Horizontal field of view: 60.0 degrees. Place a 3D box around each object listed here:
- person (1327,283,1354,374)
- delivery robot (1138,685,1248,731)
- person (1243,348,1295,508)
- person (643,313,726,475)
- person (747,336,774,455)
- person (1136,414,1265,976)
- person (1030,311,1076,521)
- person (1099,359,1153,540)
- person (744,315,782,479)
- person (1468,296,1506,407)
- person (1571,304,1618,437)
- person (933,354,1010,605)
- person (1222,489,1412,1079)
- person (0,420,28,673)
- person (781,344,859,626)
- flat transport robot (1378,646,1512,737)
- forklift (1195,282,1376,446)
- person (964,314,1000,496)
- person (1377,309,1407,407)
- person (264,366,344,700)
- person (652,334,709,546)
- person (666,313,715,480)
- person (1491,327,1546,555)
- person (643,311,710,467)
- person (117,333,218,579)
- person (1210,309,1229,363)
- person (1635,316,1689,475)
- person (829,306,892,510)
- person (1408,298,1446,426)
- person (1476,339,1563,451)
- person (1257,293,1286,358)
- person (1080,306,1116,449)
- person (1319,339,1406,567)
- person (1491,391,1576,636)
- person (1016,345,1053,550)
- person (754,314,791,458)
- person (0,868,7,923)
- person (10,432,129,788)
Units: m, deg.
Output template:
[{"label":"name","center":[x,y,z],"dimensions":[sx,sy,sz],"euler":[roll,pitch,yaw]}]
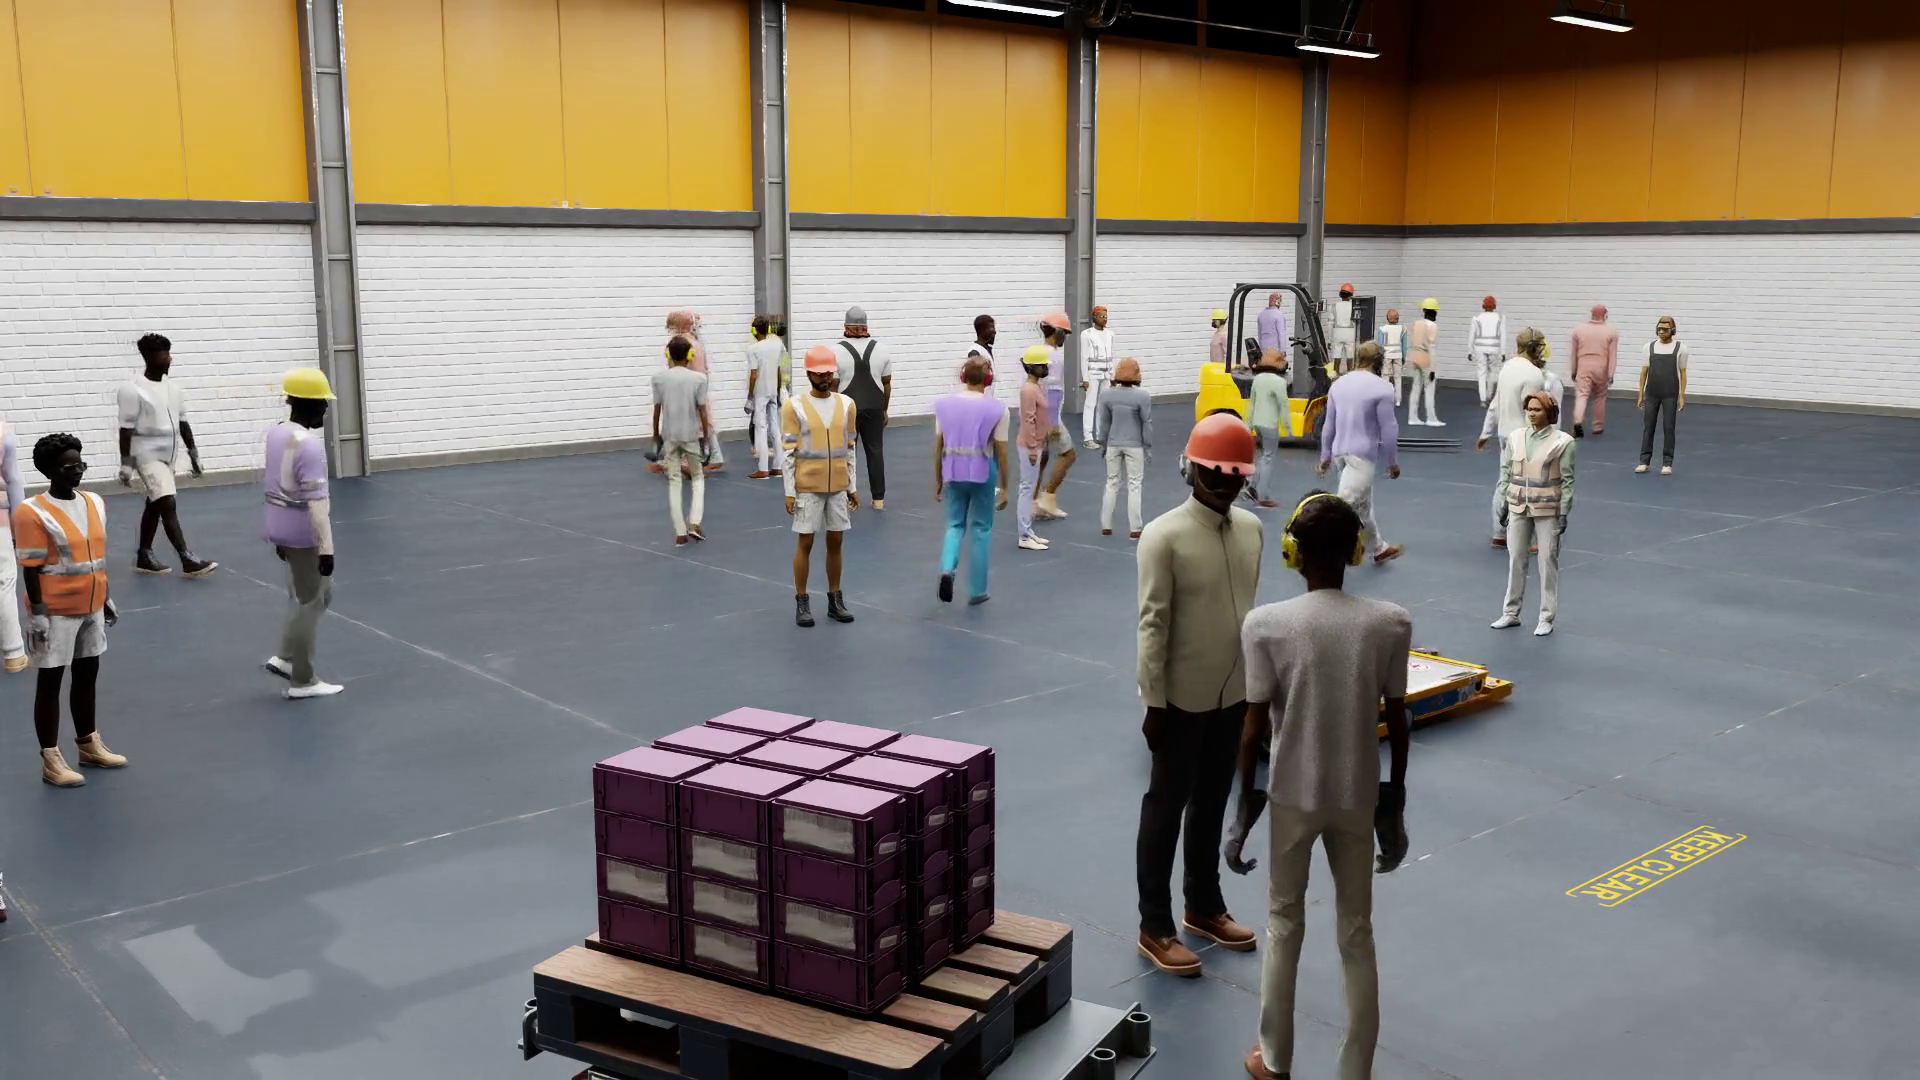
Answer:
[{"label":"person","center":[7.037,-3.673,30.439],"dimensions":[0.615,2.040,0.391],"euler":[4,10,20]},{"label":"delivery robot","center":[1.272,0.781,8.439],"dimensions":[0.707,0.478,0.477],"euler":[-3,10,-17]},{"label":"person","center":[3.121,-1.125,16.759],"dimensions":[0.357,1.619,0.518],"euler":[-4,10,-21]},{"label":"person","center":[-3.190,-1.682,19.259],"dimensions":[0.991,1.876,0.630],"euler":[-3,10,-19]},{"label":"person","center":[-2.552,-1.930,21.257],"dimensions":[0.321,1.693,0.530],"euler":[1,10,9]},{"label":"person","center":[0.881,0.537,5.947],"dimensions":[0.612,1.987,0.399],"euler":[-8,13,-40]},{"label":"person","center":[0.867,-1.164,15.825],"dimensions":[0.539,2.013,0.649],"euler":[-3,10,-16]},{"label":"person","center":[1.480,-0.811,14.964],"dimensions":[0.541,1.618,0.333],"euler":[6,11,32]},{"label":"person","center":[-2.242,-1.624,18.966],"dimensions":[0.326,1.865,0.518],"euler":[8,13,41]},{"label":"person","center":[8.946,-3.208,28.286],"dimensions":[0.606,1.841,0.924],"euler":[2,10,12]},{"label":"person","center":[8.909,-2.387,23.426],"dimensions":[0.641,1.875,0.946],"euler":[6,11,31]},{"label":"person","center":[0.070,-0.417,11.987],"dimensions":[0.601,1.830,0.511],"euler":[4,10,20]},{"label":"person","center":[1.056,0.782,4.941],"dimensions":[0.557,1.862,0.487],"euler":[0,10,1]},{"label":"person","center":[-5.978,-0.087,10.027],"dimensions":[0.620,1.846,0.430],"euler":[-5,11,-25]},{"label":"person","center":[-0.945,-0.375,11.436],"dimensions":[0.552,1.936,0.359],"euler":[-5,11,-26]},{"label":"flat transport robot","center":[2.397,0.831,9.250],"dimensions":[1.431,0.197,0.652],"euler":[-8,13,-40]},{"label":"forklift","center":[4.328,-2.346,22.227],"dimensions":[2.313,2.155,1.214],"euler":[3,10,16]},{"label":"person","center":[0.227,-1.431,17.669],"dimensions":[0.392,1.922,0.591],"euler":[2,10,11]},{"label":"person","center":[7.253,-3.052,27.980],"dimensions":[0.525,1.639,0.307],"euler":[-1,10,-5]},{"label":"person","center":[-3.739,-0.035,9.523],"dimensions":[0.426,1.908,0.617],"euler":[-9,13,-41]},{"label":"person","center":[-2.454,-0.866,14.605],"dimensions":[0.512,1.848,0.421],"euler":[0,10,-2]},{"label":"person","center":[-3.001,-1.593,18.692],"dimensions":[0.492,1.900,0.654],"euler":[-10,14,-44]},{"label":"person","center":[4.784,-0.847,14.202],"dimensions":[0.355,1.936,0.635],"euler":[-1,10,-6]},{"label":"person","center":[-3.377,-1.763,19.750],"dimensions":[0.950,1.880,0.538],"euler":[1,10,5]},{"label":"person","center":[-6.222,-0.655,13.102],"dimensions":[0.947,1.921,0.636],"euler":[2,10,12]},{"label":"person","center":[3.792,-2.504,24.402],"dimensions":[0.315,1.770,0.524],"euler":[-2,10,-13]},{"label":"person","center":[8.150,-1.674,19.313],"dimensions":[0.508,1.844,0.332],"euler":[7,12,35]},{"label":"person","center":[-1.040,-1.318,16.654],"dimensions":[0.674,2.000,0.535],"euler":[-3,10,-18]},{"label":"person","center":[6.965,-2.651,24.833],"dimensions":[0.416,1.924,0.609],"euler":[-3,10,-18]},{"label":"person","center":[5.058,-0.921,15.022],"dimensions":[0.564,1.801,0.691],"euler":[-9,13,-44]},{"label":"person","center":[5.400,-3.290,28.613],"dimensions":[0.407,1.903,0.639],"euler":[-5,11,-29]},{"label":"person","center":[1.830,-2.143,21.951],"dimensions":[0.579,1.883,0.352],"euler":[-8,13,-40]},{"label":"person","center":[3.203,-0.657,13.272],"dimensions":[1.051,1.875,0.620],"euler":[-5,11,-28]},{"label":"person","center":[3.865,-0.182,11.179],"dimensions":[0.309,1.641,0.511],"euler":[-9,13,-42]},{"label":"person","center":[0.646,-0.805,14.453],"dimensions":[0.314,1.769,0.524],"euler":[1,10,6]},{"label":"person","center":[-2.244,-1.927,20.907],"dimensions":[0.794,1.810,0.639],"euler":[-4,11,-23]},{"label":"person","center":[-3.859,0.531,6.224],"dimensions":[0.399,1.908,0.643],"euler":[-6,11,-30]},{"label":"person","center":[-4.303,0.325,8.040],"dimensions":[0.322,1.697,0.534],"euler":[3,10,15]}]
